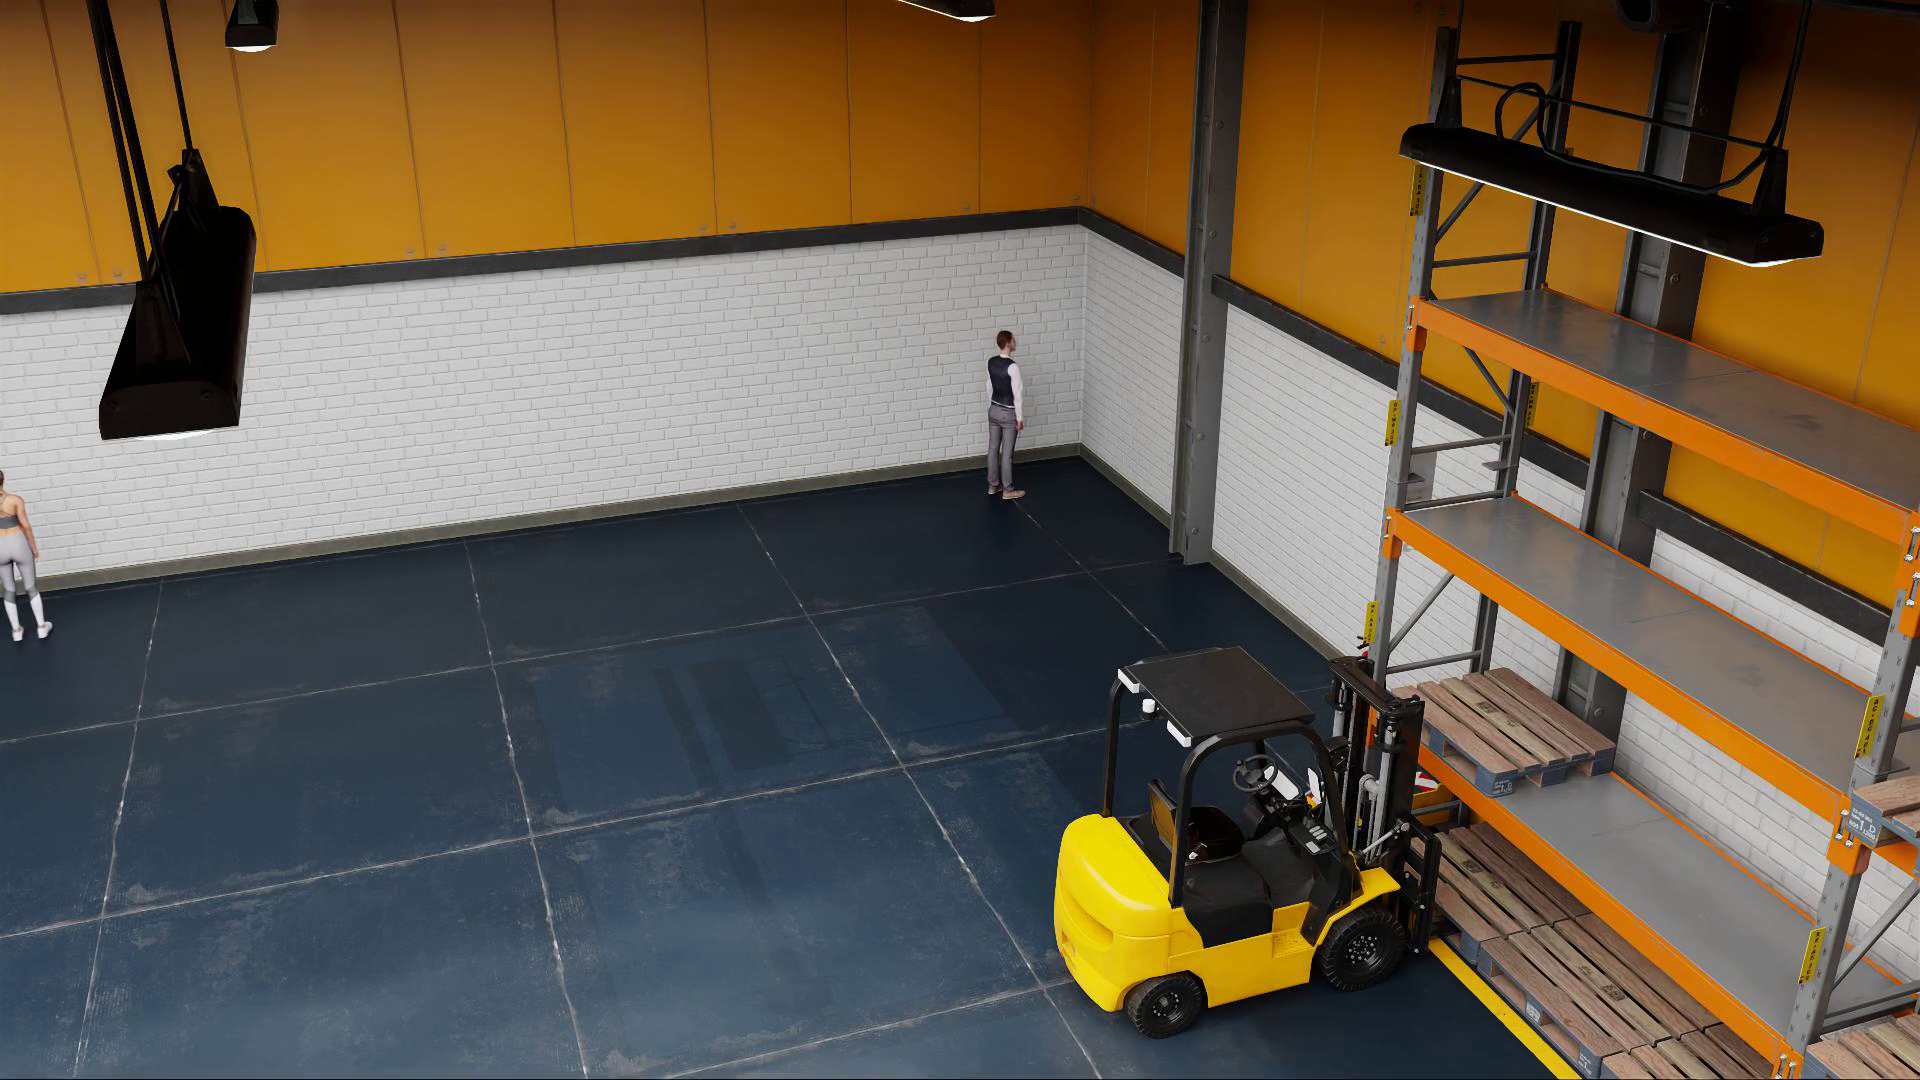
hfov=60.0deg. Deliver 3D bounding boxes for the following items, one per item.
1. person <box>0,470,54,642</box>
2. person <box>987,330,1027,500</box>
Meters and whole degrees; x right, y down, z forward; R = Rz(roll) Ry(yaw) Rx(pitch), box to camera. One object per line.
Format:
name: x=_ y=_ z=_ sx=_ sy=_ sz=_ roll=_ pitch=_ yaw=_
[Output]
person: x=-8.882 y=0.125 z=15.578 sx=0.549 sy=1.700 sz=0.486 roll=-9 pitch=25 yaw=-19
person: x=0.496 y=-1.437 z=18.853 sx=0.795 sy=1.938 sz=0.636 roll=-20 pitch=31 yaw=-38
